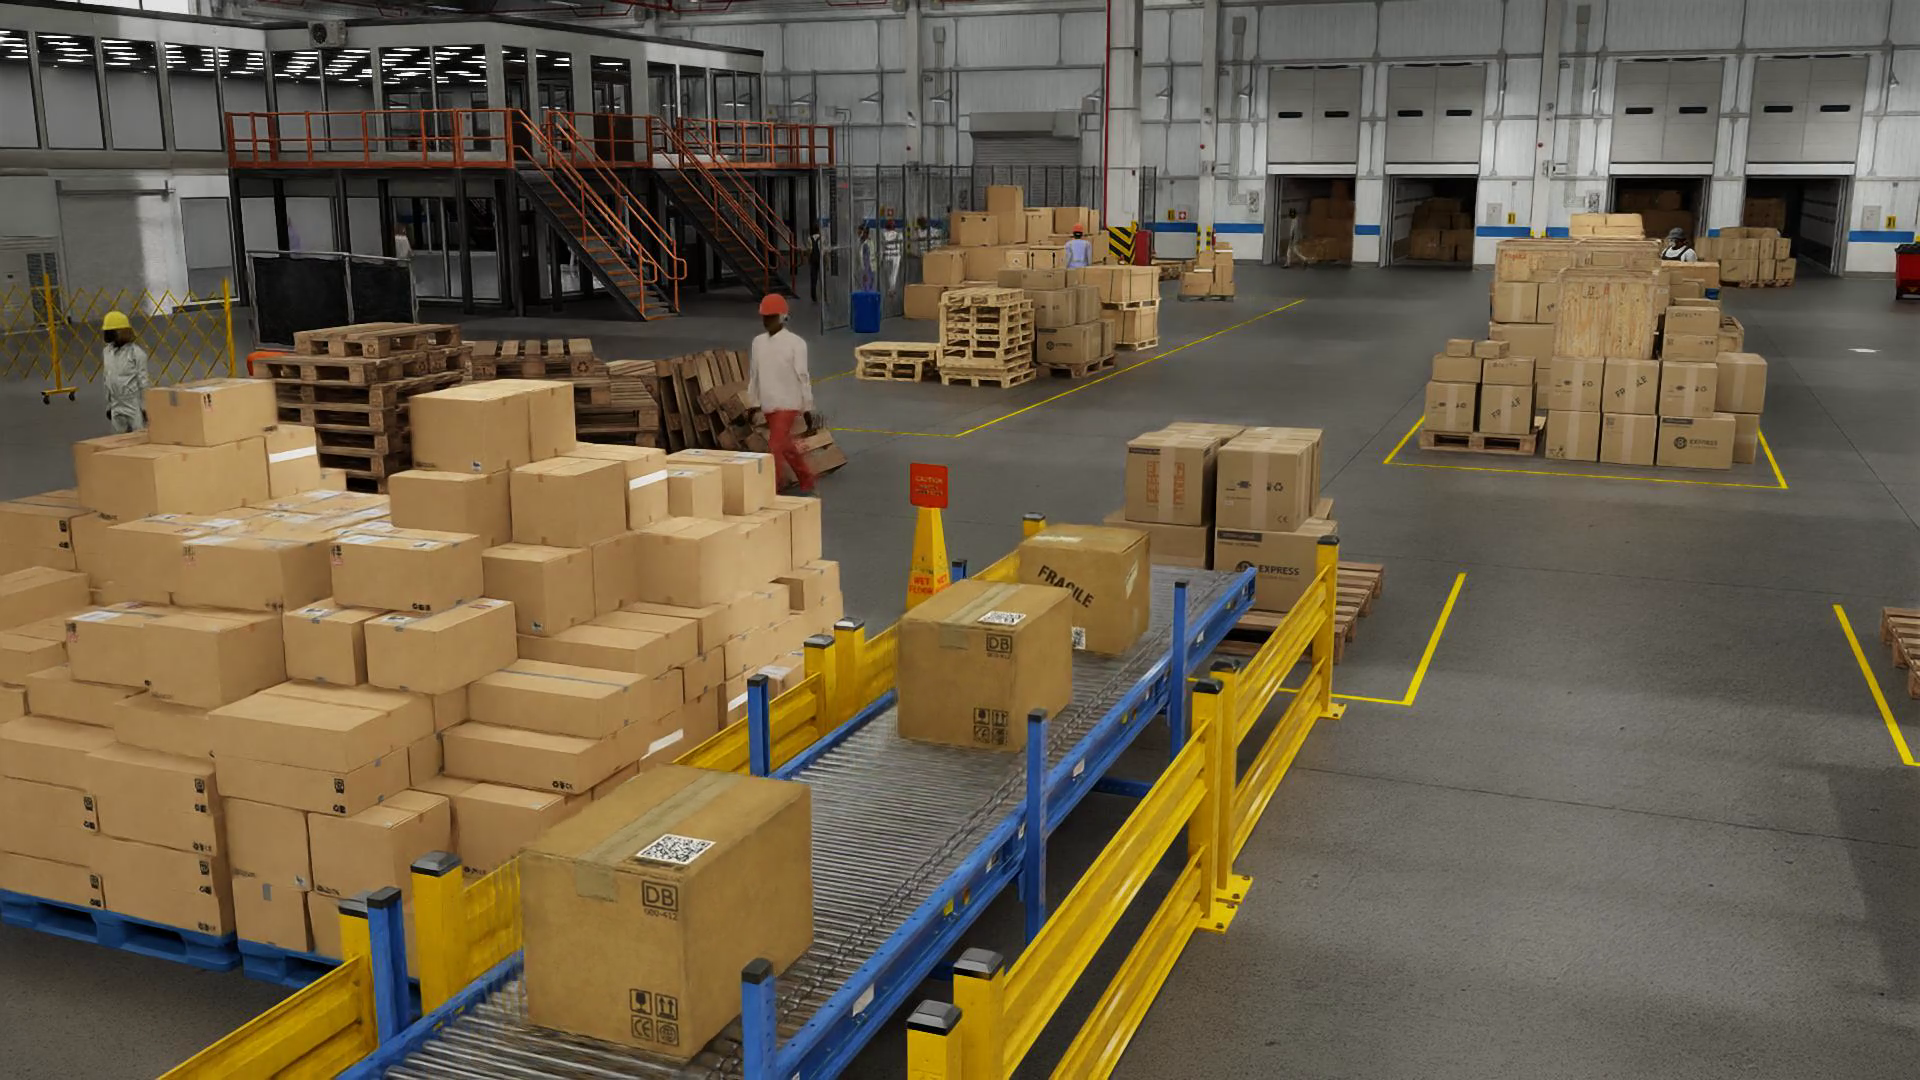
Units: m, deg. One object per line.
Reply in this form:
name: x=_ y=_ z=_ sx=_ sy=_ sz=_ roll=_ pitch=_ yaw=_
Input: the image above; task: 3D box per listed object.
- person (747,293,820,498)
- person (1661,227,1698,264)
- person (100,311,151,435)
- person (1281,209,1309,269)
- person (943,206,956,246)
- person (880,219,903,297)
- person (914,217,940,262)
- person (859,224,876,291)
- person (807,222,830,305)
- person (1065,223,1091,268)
person: x=-1.574 y=-1.210 z=14.723 sx=0.643 sy=1.957 sz=1.017 roll=10 pitch=16 yaw=37
person: x=12.285 y=-4.374 z=28.706 sx=0.536 sy=2.000 sz=0.688 roll=-7 pitch=14 yaw=-28
person: x=-7.645 y=-1.224 z=15.252 sx=0.492 sy=1.740 sz=0.325 roll=4 pitch=13 yaw=19
person: x=10.258 y=-9.191 z=50.788 sx=0.786 sy=1.843 sz=0.523 roll=3 pitch=13 yaw=15
person: x=-0.268 y=-10.126 z=55.010 sx=0.550 sy=1.818 sz=0.640 roll=5 pitch=13 yaw=20
person: x=-1.621 y=-6.705 z=39.588 sx=0.591 sy=1.862 sz=0.805 roll=3 pitch=13 yaw=13
person: x=-0.843 y=-7.186 z=41.779 sx=0.657 sy=1.834 sz=0.877 roll=4 pitch=13 yaw=17
person: x=-1.882 y=-5.462 z=33.886 sx=0.397 sy=1.911 sz=0.587 roll=1 pitch=13 yaw=3
person: x=-3.174 y=-6.193 z=37.307 sx=0.507 sy=1.846 sz=0.345 roll=4 pitch=13 yaw=19
person: x=2.372 y=-5.436 z=33.704 sx=0.552 sy=1.935 sz=0.373 roll=-2 pitch=13 yaw=-10
